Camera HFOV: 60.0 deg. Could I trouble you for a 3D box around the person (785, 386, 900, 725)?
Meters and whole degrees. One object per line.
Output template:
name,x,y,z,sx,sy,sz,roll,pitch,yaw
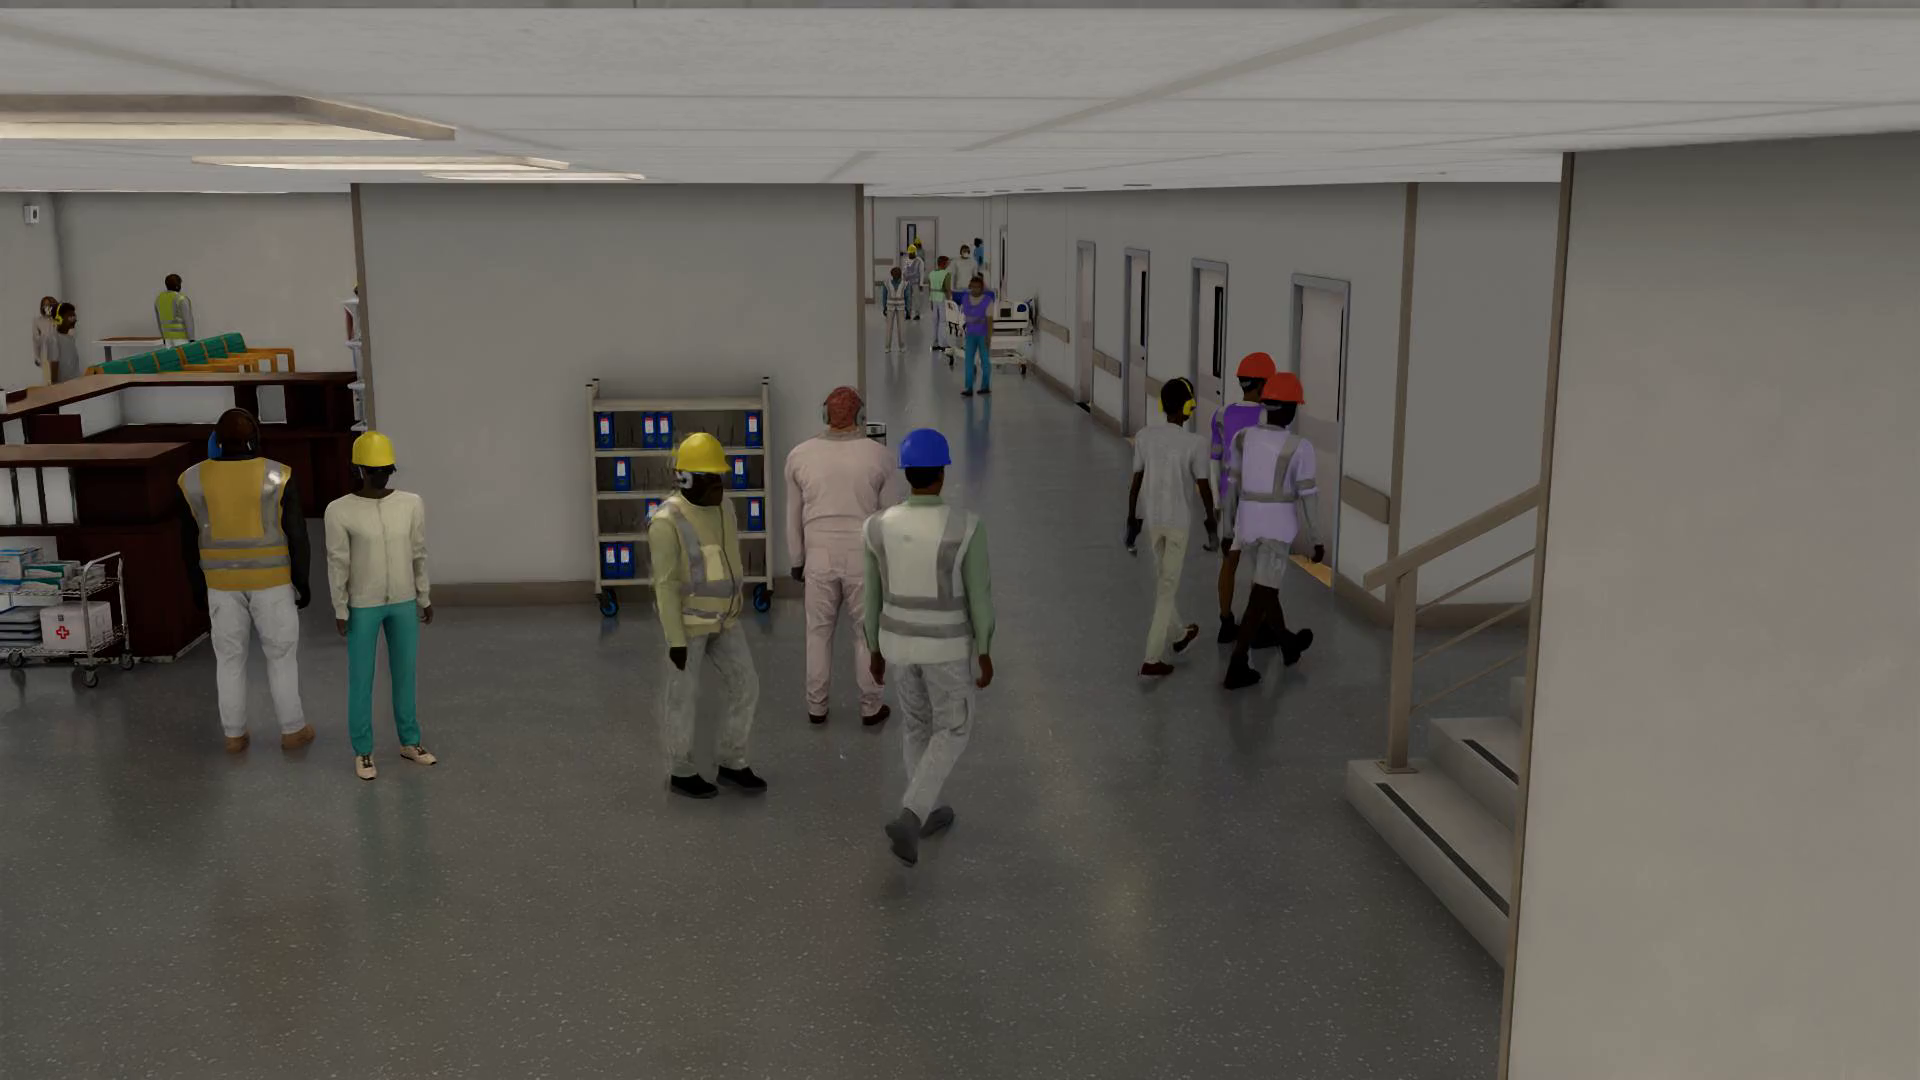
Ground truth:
person,-0.635,0.092,9.272,0.648,1.899,0.398,1,12,6

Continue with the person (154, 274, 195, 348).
person,-11.413,-2.958,24.309,0.633,1.842,0.429,5,13,22

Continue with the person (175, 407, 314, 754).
person,-3.746,0.218,8.789,0.630,1.843,0.429,-2,12,-11

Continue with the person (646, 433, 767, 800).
person,-1.189,0.389,8.004,0.618,1.811,0.629,7,13,30

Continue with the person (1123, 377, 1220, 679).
person,1.359,-0.092,10.350,0.534,1.823,0.916,9,14,37

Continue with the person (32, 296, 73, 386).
person,-12.194,-2.462,22.396,0.499,1.633,0.286,-3,12,-16

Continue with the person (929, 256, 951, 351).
person,-0.385,-4.605,32.367,0.394,1.837,0.563,-11,16,-42

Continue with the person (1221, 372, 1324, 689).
person,1.938,-0.074,10.105,0.990,1.879,0.571,-11,16,-43

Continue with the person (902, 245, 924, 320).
person,-1.164,-6.293,40.661,0.590,1.824,0.403,6,13,27

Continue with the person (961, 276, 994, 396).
person,0.259,-3.039,24.851,0.573,1.774,0.895,6,13,28

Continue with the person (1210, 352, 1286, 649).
person,1.901,-0.257,10.885,0.543,1.932,0.376,10,15,40

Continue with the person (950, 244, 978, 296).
person,0.092,-5.584,36.905,0.640,1.935,0.368,-3,12,-16

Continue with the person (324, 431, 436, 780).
person,-2.937,0.322,8.465,0.525,1.769,0.309,-11,16,-42

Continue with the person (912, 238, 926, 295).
person,-1.296,-8.406,51.177,0.487,1.741,0.313,-1,12,-5

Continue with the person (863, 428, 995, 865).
person,-0.171,0.474,7.341,0.620,1.921,0.763,6,13,25

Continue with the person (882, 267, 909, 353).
person,-1.233,-4.413,31.917,0.512,1.638,0.312,-1,12,-3
